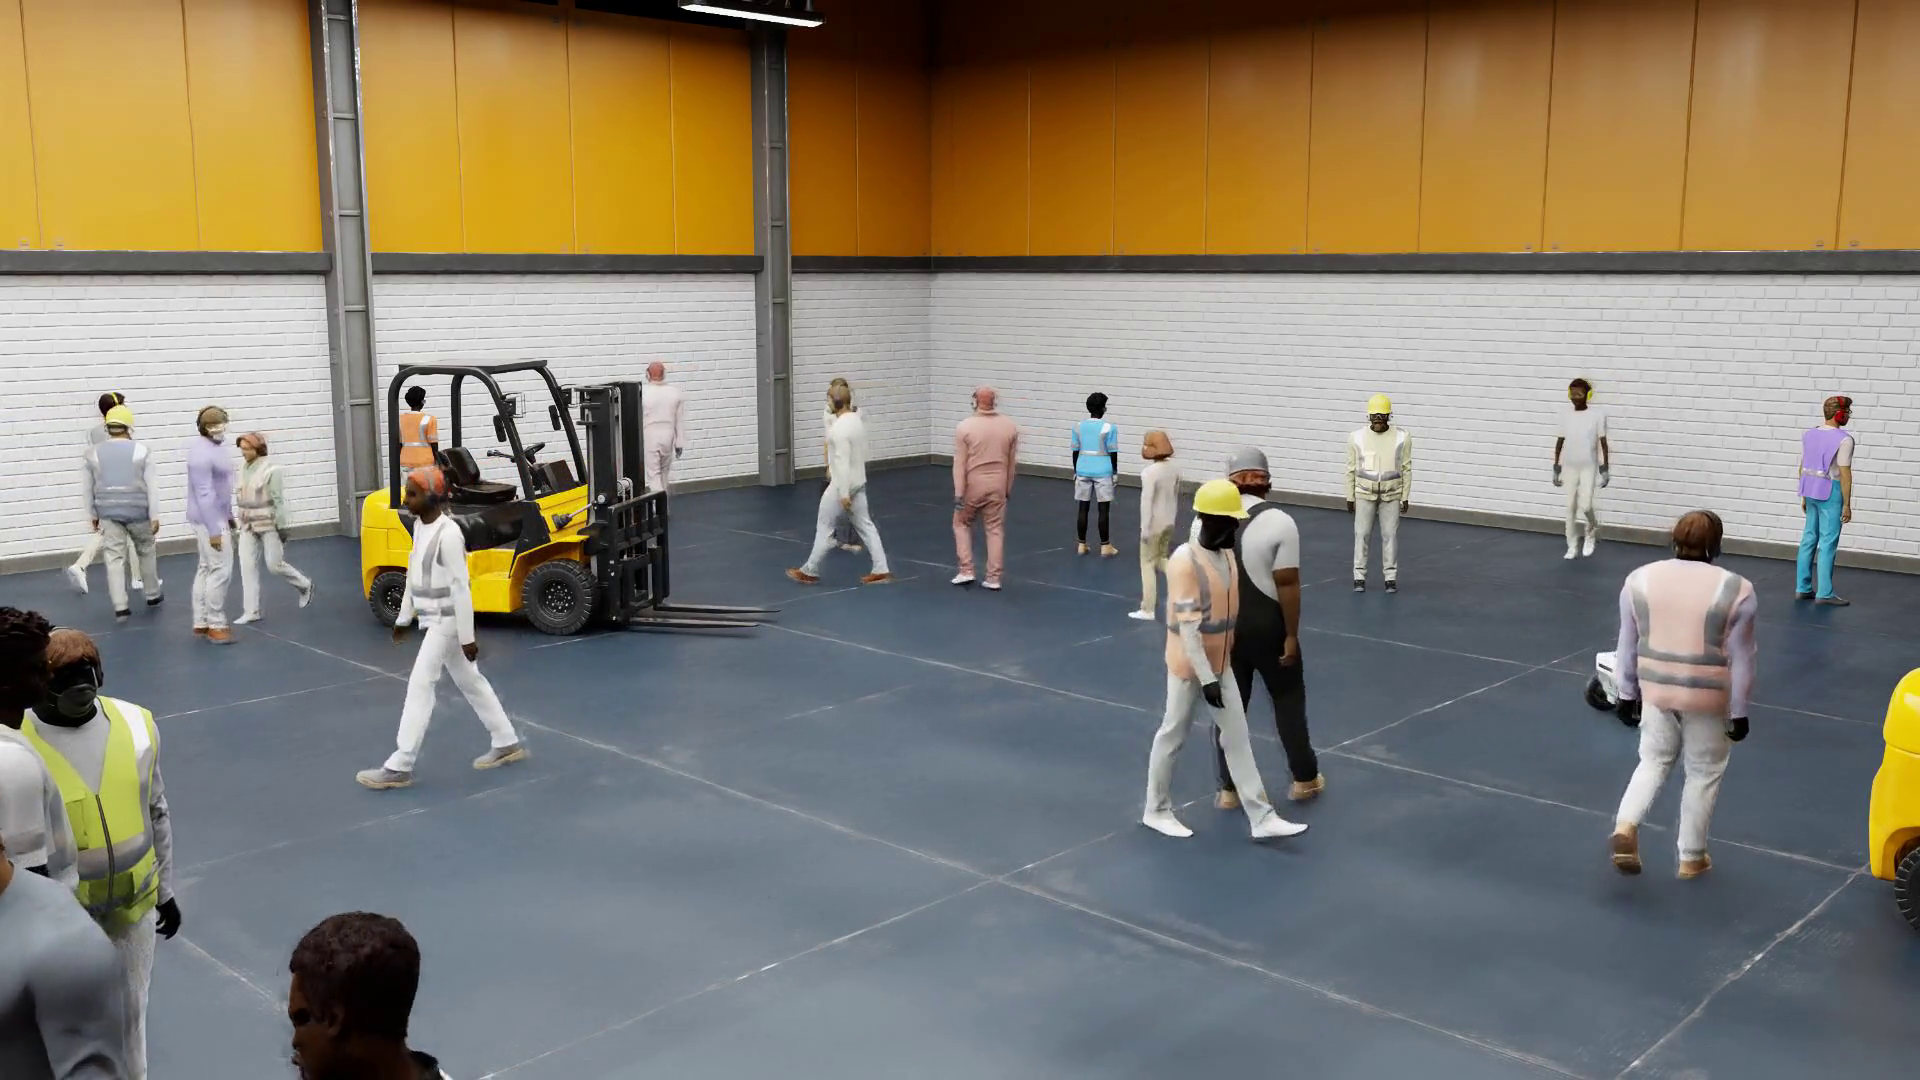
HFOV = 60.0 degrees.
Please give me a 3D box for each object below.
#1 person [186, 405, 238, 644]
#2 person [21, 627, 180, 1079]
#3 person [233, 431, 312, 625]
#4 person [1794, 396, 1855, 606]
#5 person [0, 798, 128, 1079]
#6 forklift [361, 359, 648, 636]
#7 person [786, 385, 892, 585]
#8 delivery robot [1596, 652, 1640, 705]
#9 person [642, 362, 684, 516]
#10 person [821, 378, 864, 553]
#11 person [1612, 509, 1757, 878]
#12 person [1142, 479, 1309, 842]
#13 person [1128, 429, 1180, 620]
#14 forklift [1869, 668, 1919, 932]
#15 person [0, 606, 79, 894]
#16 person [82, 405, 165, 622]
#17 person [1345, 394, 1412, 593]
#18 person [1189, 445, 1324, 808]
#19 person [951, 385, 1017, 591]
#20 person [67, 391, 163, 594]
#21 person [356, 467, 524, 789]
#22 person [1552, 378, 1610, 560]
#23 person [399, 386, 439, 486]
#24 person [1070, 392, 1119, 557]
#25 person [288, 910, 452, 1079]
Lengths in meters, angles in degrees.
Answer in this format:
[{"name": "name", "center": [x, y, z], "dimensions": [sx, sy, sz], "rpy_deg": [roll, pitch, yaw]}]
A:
[{"name": "person", "center": [-5.913, -0.122, 13.113], "dimensions": [0.439, 1.900, 0.689], "rpy_deg": [-2, 9, -12]}, {"name": "person", "center": [-2.780, 1.181, 5.281], "dimensions": [0.429, 1.844, 0.622], "rpy_deg": [7, 11, 36]}, {"name": "person", "center": [-5.823, -0.125, 13.989], "dimensions": [0.522, 1.611, 0.684], "rpy_deg": [4, 10, 23]}, {"name": "person", "center": [7.608, -0.348, 14.643], "dimensions": [0.373, 1.843, 0.570], "rpy_deg": [-2, 9, -12]}, {"name": "person", "center": [-2.103, 1.408, 3.635], "dimensions": [0.691, 1.919, 0.496], "rpy_deg": [4, 10, 21]}, {"name": "forklift", "center": [-3.850, -0.407, 13.936], "dimensions": [2.313, 2.155, 1.214], "rpy_deg": [2, 9, 11]}, {"name": "person", "center": [-1.106, -0.501, 15.475], "dimensions": [0.991, 1.894, 0.639], "rpy_deg": [3, 10, 18]}, {"name": "delivery robot", "center": [4.567, 0.858, 10.911], "dimensions": [0.707, 0.478, 0.477], "rpy_deg": [-1, 9, -7]}, {"name": "person", "center": [-3.609, -1.155, 19.545], "dimensions": [0.646, 1.863, 0.864], "rpy_deg": [-7, 11, -35]}, {"name": "person", "center": [-1.239, -0.781, 17.383], "dimensions": [0.525, 1.820, 0.656], "rpy_deg": [-6, 11, -32]}, {"name": "person", "center": [3.435, 0.760, 7.927], "dimensions": [0.631, 1.825, 0.650], "rpy_deg": [9, 13, 44]}, {"name": "person", "center": [1.325, 0.642, 8.462], "dimensions": [0.911, 1.890, 0.594], "rpy_deg": [8, 12, 40]}, {"name": "person", "center": [1.685, -0.115, 13.878], "dimensions": [0.525, 1.620, 0.512], "rpy_deg": [8, 12, 41]}, {"name": "forklift", "center": [5.205, 0.723, 7.013], "dimensions": [2.313, 2.155, 1.214], "rpy_deg": [9, 13, 43]}, {"name": "person", "center": [-2.838, 1.163, 5.007], "dimensions": [0.613, 1.963, 0.362], "rpy_deg": [9, 13, 43]}, {"name": "person", "center": [-7.068, -0.245, 14.130], "dimensions": [0.616, 1.796, 0.835], "rpy_deg": [-2, 9, -11]}, {"name": "person", "center": [3.811, -0.423, 15.174], "dimensions": [0.590, 1.826, 0.403], "rpy_deg": [2, 9, 12]}, {"name": "person", "center": [1.637, 0.432, 9.265], "dimensions": [0.720, 2.000, 0.791], "rpy_deg": [7, 12, 38]}, {"name": "person", "center": [0.181, -0.484, 15.355], "dimensions": [0.662, 1.888, 0.623], "rpy_deg": [-4, 10, -24]}, {"name": "person", "center": [-7.746, -0.426, 15.130], "dimensions": [0.527, 1.845, 0.790], "rpy_deg": [5, 11, 28]}, {"name": "person", "center": [-2.994, 0.486, 9.599], "dimensions": [0.979, 1.838, 0.583], "rpy_deg": [-5, 10, -28]}, {"name": "person", "center": [6.294, -0.716, 16.843], "dimensions": [0.573, 1.860, 0.395], "rpy_deg": [7, 12, 36]}, {"name": "person", "center": [-5.862, -0.818, 18.006], "dimensions": [0.531, 1.694, 0.320], "rpy_deg": [3, 10, 18]}, {"name": "person", "center": [1.389, -0.671, 17.092], "dimensions": [0.532, 1.692, 0.322], "rpy_deg": [6, 11, 31]}, {"name": "person", "center": [-0.883, 1.561, 2.845], "dimensions": [0.402, 1.877, 0.659], "rpy_deg": [-6, 11, -31]}]
